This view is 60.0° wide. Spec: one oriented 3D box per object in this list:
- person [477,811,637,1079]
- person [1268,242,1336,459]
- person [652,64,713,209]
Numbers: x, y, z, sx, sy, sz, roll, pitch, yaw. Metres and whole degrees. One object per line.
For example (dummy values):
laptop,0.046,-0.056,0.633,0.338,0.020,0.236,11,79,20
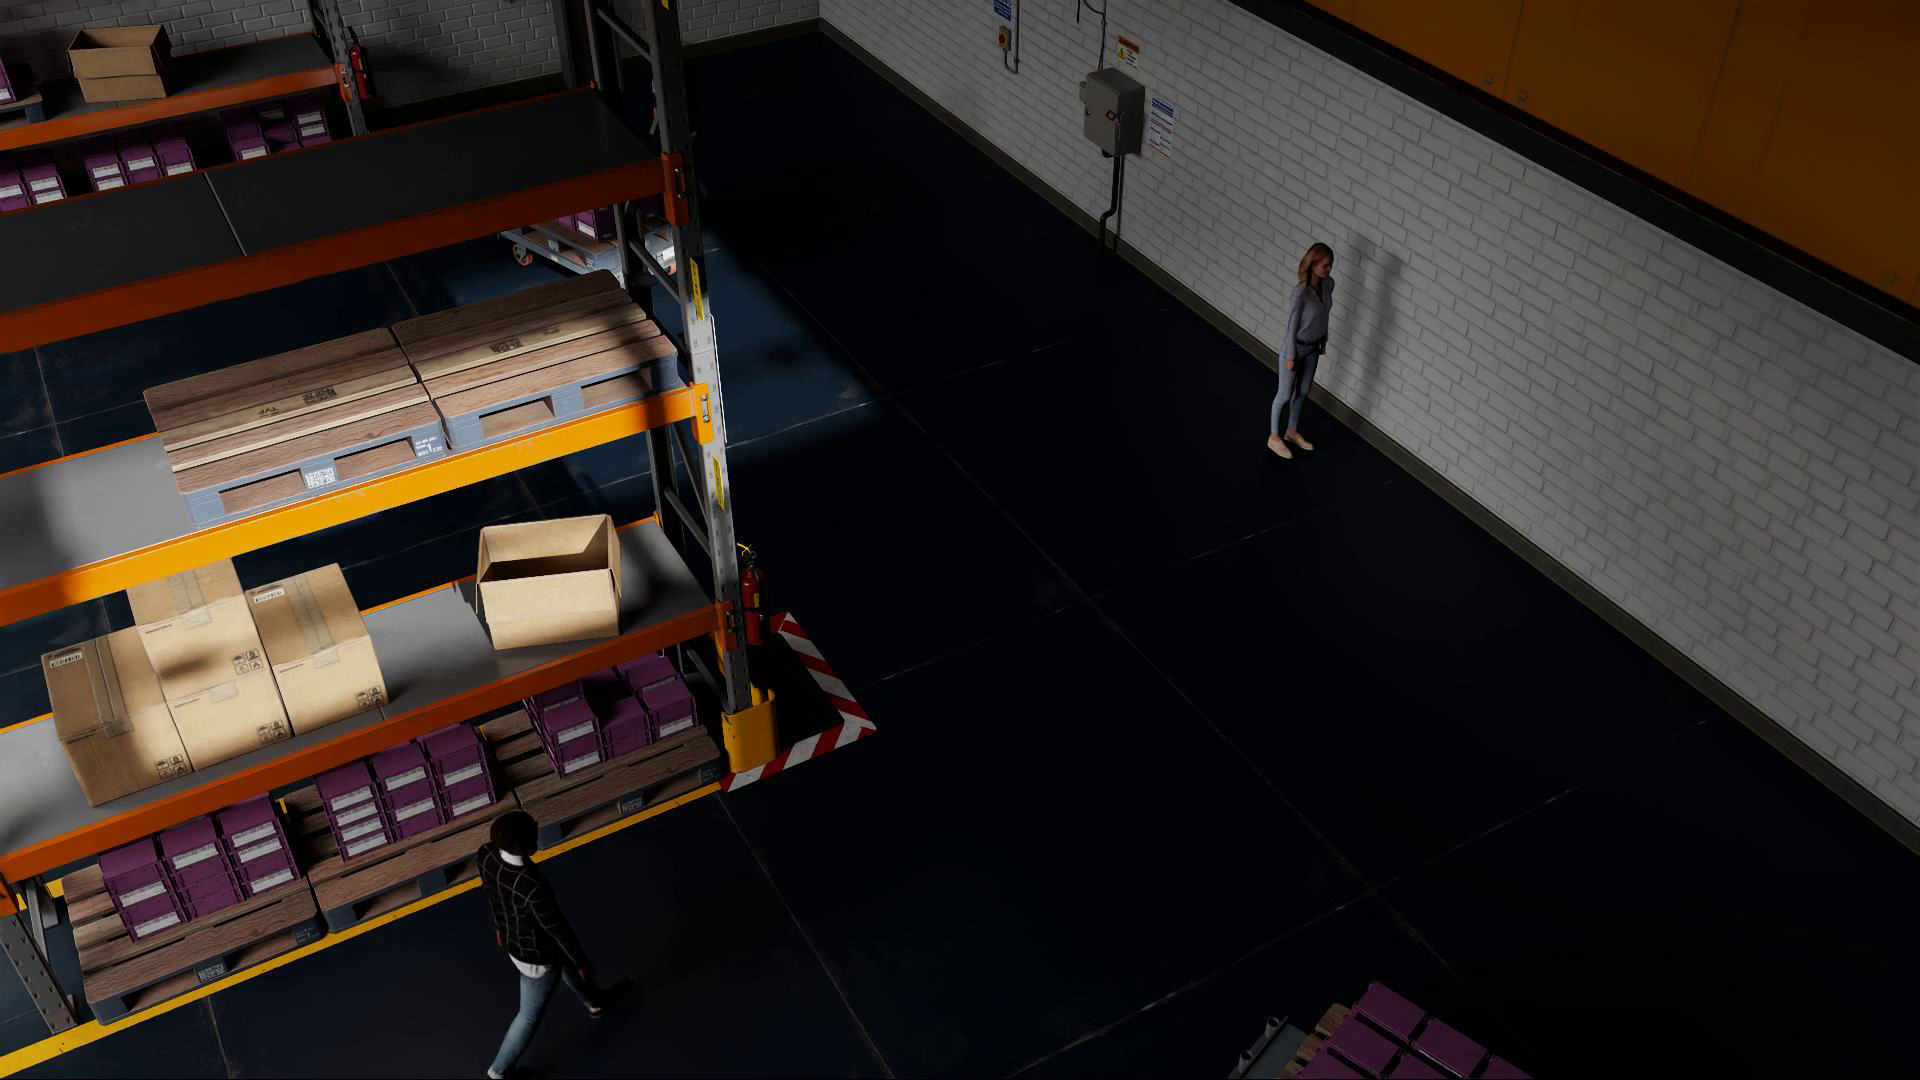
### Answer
person,-2.169,2.057,8.187,1.295,1.773,0.909,-32,48,-33
person,2.577,-1.440,12.548,0.480,1.795,0.665,-25,45,-28
person,-2.565,-3.783,15.461,0.813,1.821,0.744,27,46,30
